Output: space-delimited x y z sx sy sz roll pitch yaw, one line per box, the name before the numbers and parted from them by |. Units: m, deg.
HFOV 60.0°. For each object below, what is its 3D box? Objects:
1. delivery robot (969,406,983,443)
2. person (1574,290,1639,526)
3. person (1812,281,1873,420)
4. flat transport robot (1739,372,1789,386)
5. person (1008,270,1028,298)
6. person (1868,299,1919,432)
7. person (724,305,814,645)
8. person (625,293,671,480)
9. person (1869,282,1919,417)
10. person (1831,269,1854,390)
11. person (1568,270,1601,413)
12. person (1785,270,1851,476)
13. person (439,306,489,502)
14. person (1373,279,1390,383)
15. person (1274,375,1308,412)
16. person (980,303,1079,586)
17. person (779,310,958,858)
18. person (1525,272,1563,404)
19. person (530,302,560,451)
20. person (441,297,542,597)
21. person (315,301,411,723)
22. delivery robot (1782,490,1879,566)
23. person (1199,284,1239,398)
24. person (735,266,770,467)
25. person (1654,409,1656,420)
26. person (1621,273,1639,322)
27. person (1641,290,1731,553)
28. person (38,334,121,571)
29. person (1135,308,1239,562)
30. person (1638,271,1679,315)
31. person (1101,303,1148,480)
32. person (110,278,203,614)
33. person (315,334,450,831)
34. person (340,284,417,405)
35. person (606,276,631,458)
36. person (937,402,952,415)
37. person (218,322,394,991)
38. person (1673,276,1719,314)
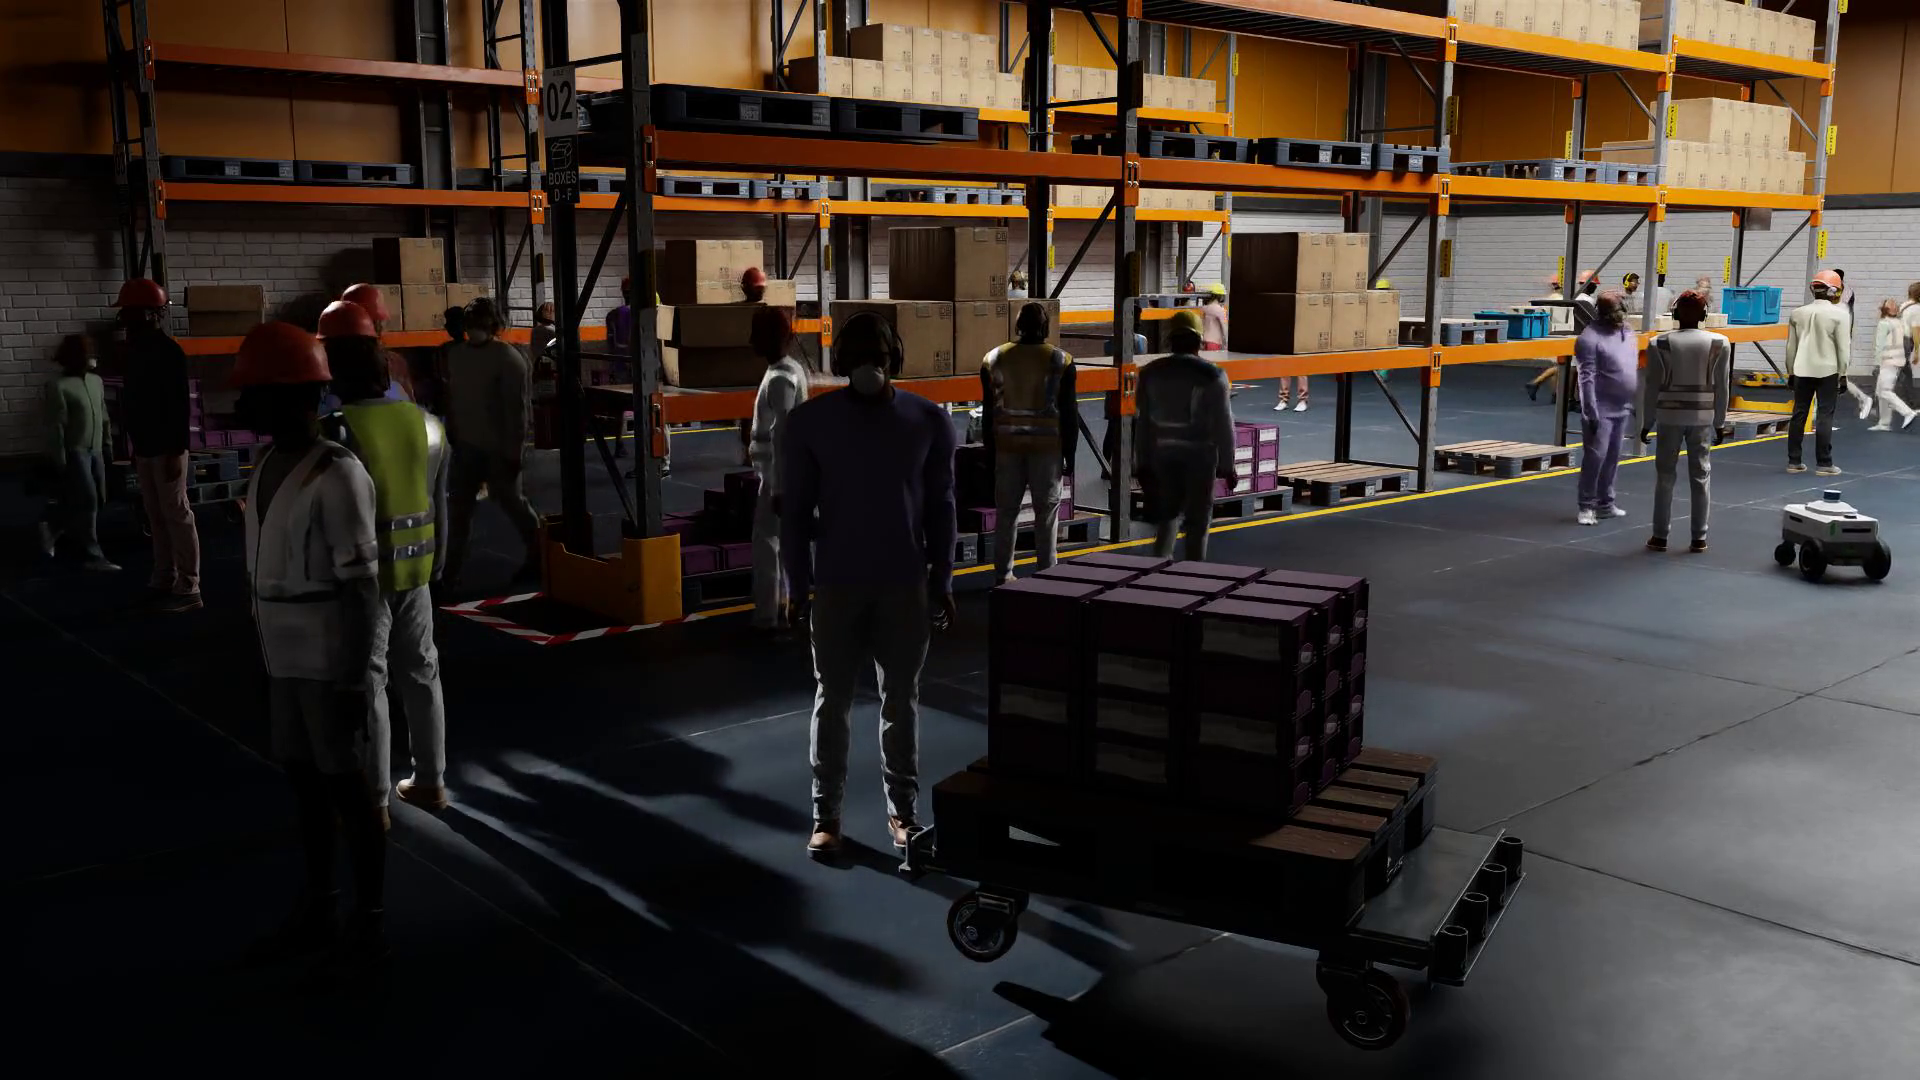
delivery robot | 0.297 -1.292 18.176 0.477 0.478 0.707 -1 10 -6
person | 5.192 -1.047 13.214 0.798 1.865 0.406 -7 12 -35
person | 11.381 -2.449 21.496 0.831 1.841 0.510 0 10 2
flat transport robot | 13.471 -2.605 26.963 1.431 0.197 0.652 3 10 16
person | 0.775 -2.664 22.432 0.371 1.941 0.627 -8 13 -40
person | 11.259 -2.090 20.013 0.521 1.612 0.555 -9 13 -42
person | -0.922 -0.350 9.086 0.719 1.867 0.591 0 10 0
person | -2.964 -1.480 15.802 0.590 1.837 0.403 8 13 41
person | 12.383 -2.504 21.956 0.965 1.798 0.564 0 10 1
person | 13.889 -3.346 26.493 0.600 1.915 0.376 7 12 37
person | 8.472 -2.687 22.566 0.352 1.940 0.545 -1 10 -7
person | 8.357 -1.622 16.196 0.393 1.985 0.611 -7 12 -34
person | -4.304 -1.169 14.390 0.542 1.695 0.316 5 11 29
person | 6.994 -3.477 27.773 0.682 1.744 0.541 -7 12 -35
person | 4.572 -2.716 22.852 0.649 1.906 0.418 7 12 36
person | 0.443 -0.571 10.493 0.628 1.837 0.429 3 10 15
person | -0.319 0.163 5.884 0.634 1.937 0.355 -2 10 -9
person | 8.419 -2.866 23.684 0.708 1.915 0.552 -2 10 -11
person | -4.507 -1.784 18.204 0.500 1.628 0.277 9 13 42
person | -2.994 -0.597 10.562 0.660 1.883 1.013 5 11 28
person | -2.712 -0.111 7.526 0.425 1.921 0.579 5 11 25
delivery robot | 5.823 -0.090 11.137 0.477 0.478 0.707 0 10 1
person | 3.747 -2.870 24.290 0.916 1.714 0.552 -4 10 -22
person | -2.104 -1.738 16.783 0.612 2.025 0.542 -7 12 -37
person | 9.284 -2.300 21.309 0.855 1.592 0.532 -3 10 -15
person | 10.127 -3.121 25.327 0.313 1.864 0.530 6 12 33
person | 5.198 -0.844 11.945 0.572 1.883 0.354 3 10 15
person | -6.018 -0.594 11.282 0.638 1.609 0.508 1 10 9
person | 1.377 -0.488 10.068 0.622 1.807 0.431 6 11 32
person | 10.789 -3.242 25.761 0.602 1.958 0.369 2 10 14
person | 1.575 -1.410 15.841 0.537 1.689 0.323 -7 12 -36
person | -4.803 -0.558 9.940 0.611 1.996 0.379 9 13 41
person | -2.190 0.157 6.206 0.429 1.839 0.634 6 11 32
person | -3.138 -0.375 8.923 0.646 1.967 0.641 6 11 32
person | -3.443 -1.818 17.531 0.548 1.927 0.411 2 10 14
person | -0.278 -2.213 20.689 0.280 1.633 0.502 -9 13 -43
person | -1.906 0.341 4.844 0.543 1.939 0.371 8 13 40
person | 10.728 -2.949 24.423 0.672 1.848 0.987 0 10 -2
